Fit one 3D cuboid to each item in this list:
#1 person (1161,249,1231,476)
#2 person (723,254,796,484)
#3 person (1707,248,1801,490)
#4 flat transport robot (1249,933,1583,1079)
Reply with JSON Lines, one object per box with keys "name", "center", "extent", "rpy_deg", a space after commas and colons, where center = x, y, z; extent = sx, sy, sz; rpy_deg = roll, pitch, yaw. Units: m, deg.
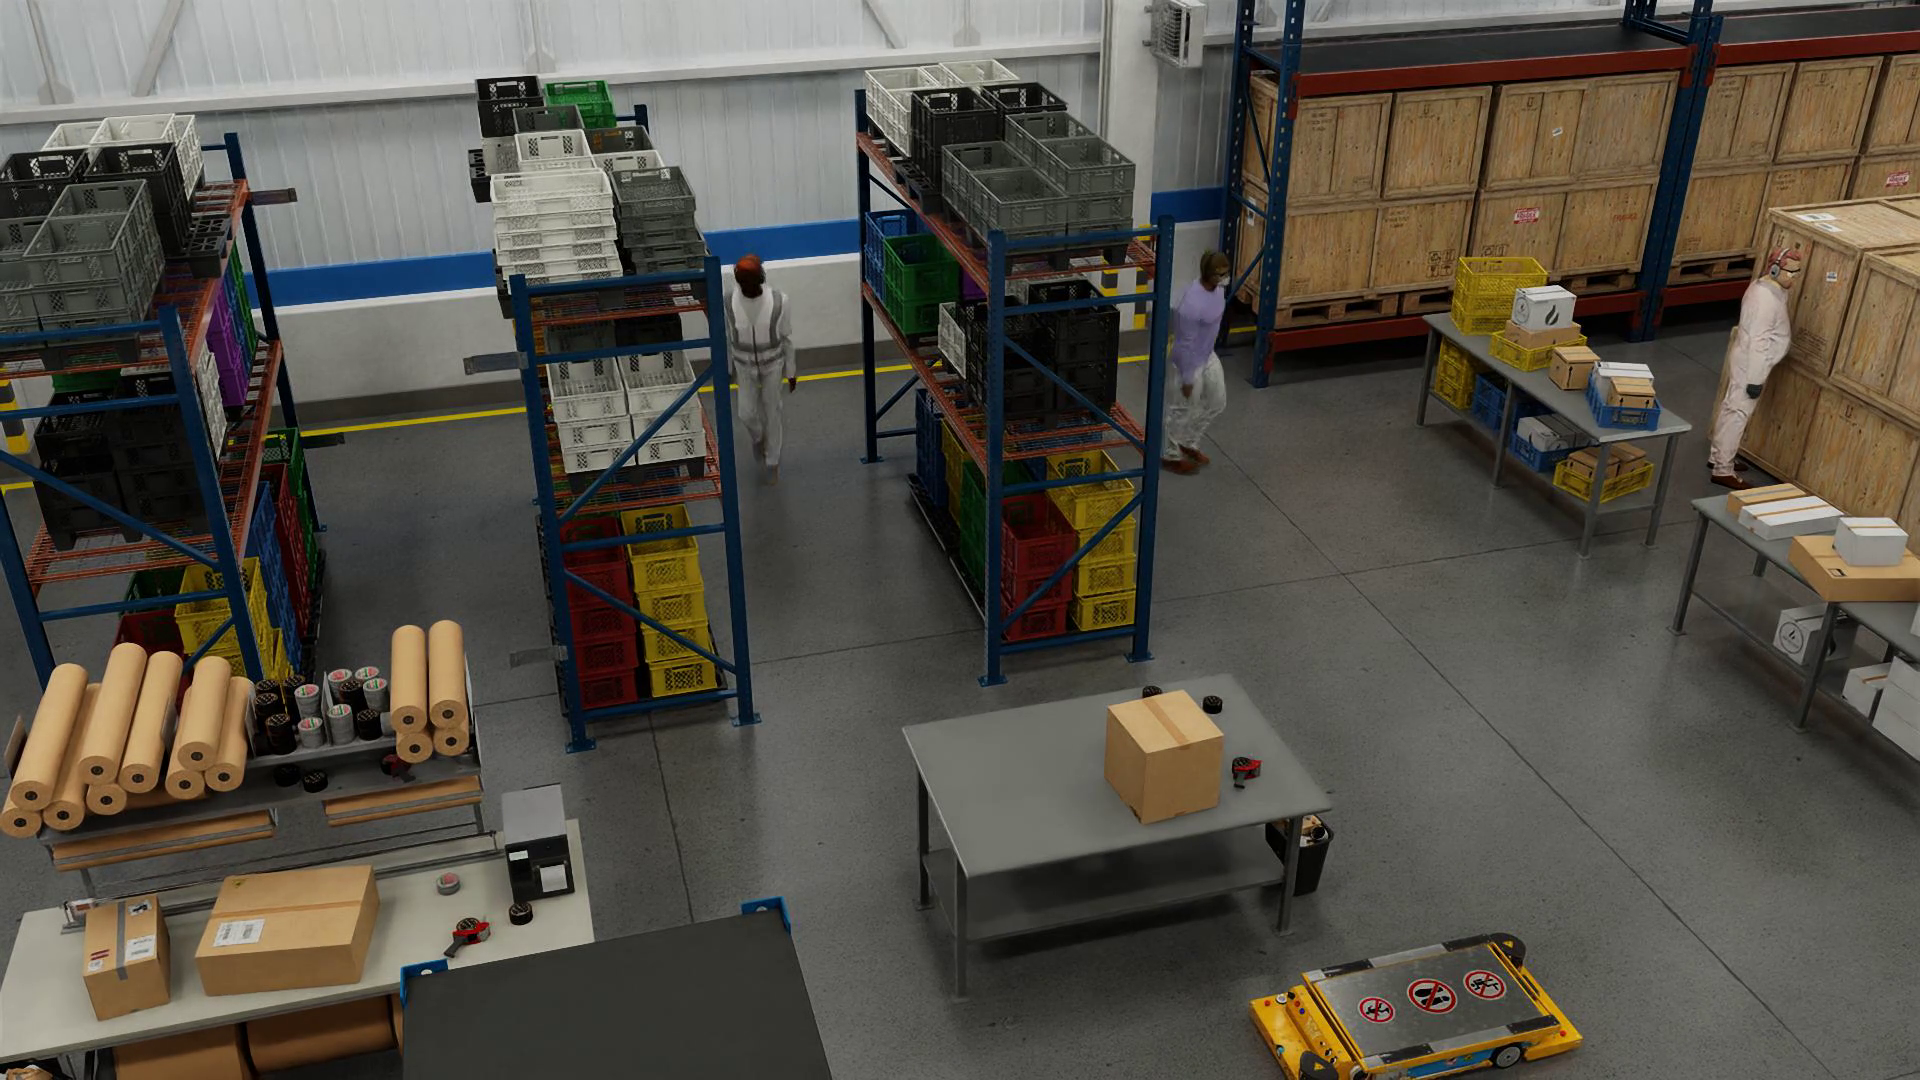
{"name": "person", "center": [1.828, -1.373, 12.945], "extent": [0.504, 1.907, 0.645], "rpy_deg": [15, 32, 26]}
{"name": "person", "center": [-1.569, -1.366, 12.967], "extent": [0.585, 1.869, 0.482], "rpy_deg": [-1, 29, -1]}
{"name": "person", "center": [6.169, -1.341, 12.893], "extent": [0.401, 1.904, 0.640], "rpy_deg": [11, 31, 19]}
{"name": "flat transport robot", "center": [2.184, 2.282, 7.980], "extent": [1.431, 0.197, 0.652], "rpy_deg": [-8, 30, -14]}
